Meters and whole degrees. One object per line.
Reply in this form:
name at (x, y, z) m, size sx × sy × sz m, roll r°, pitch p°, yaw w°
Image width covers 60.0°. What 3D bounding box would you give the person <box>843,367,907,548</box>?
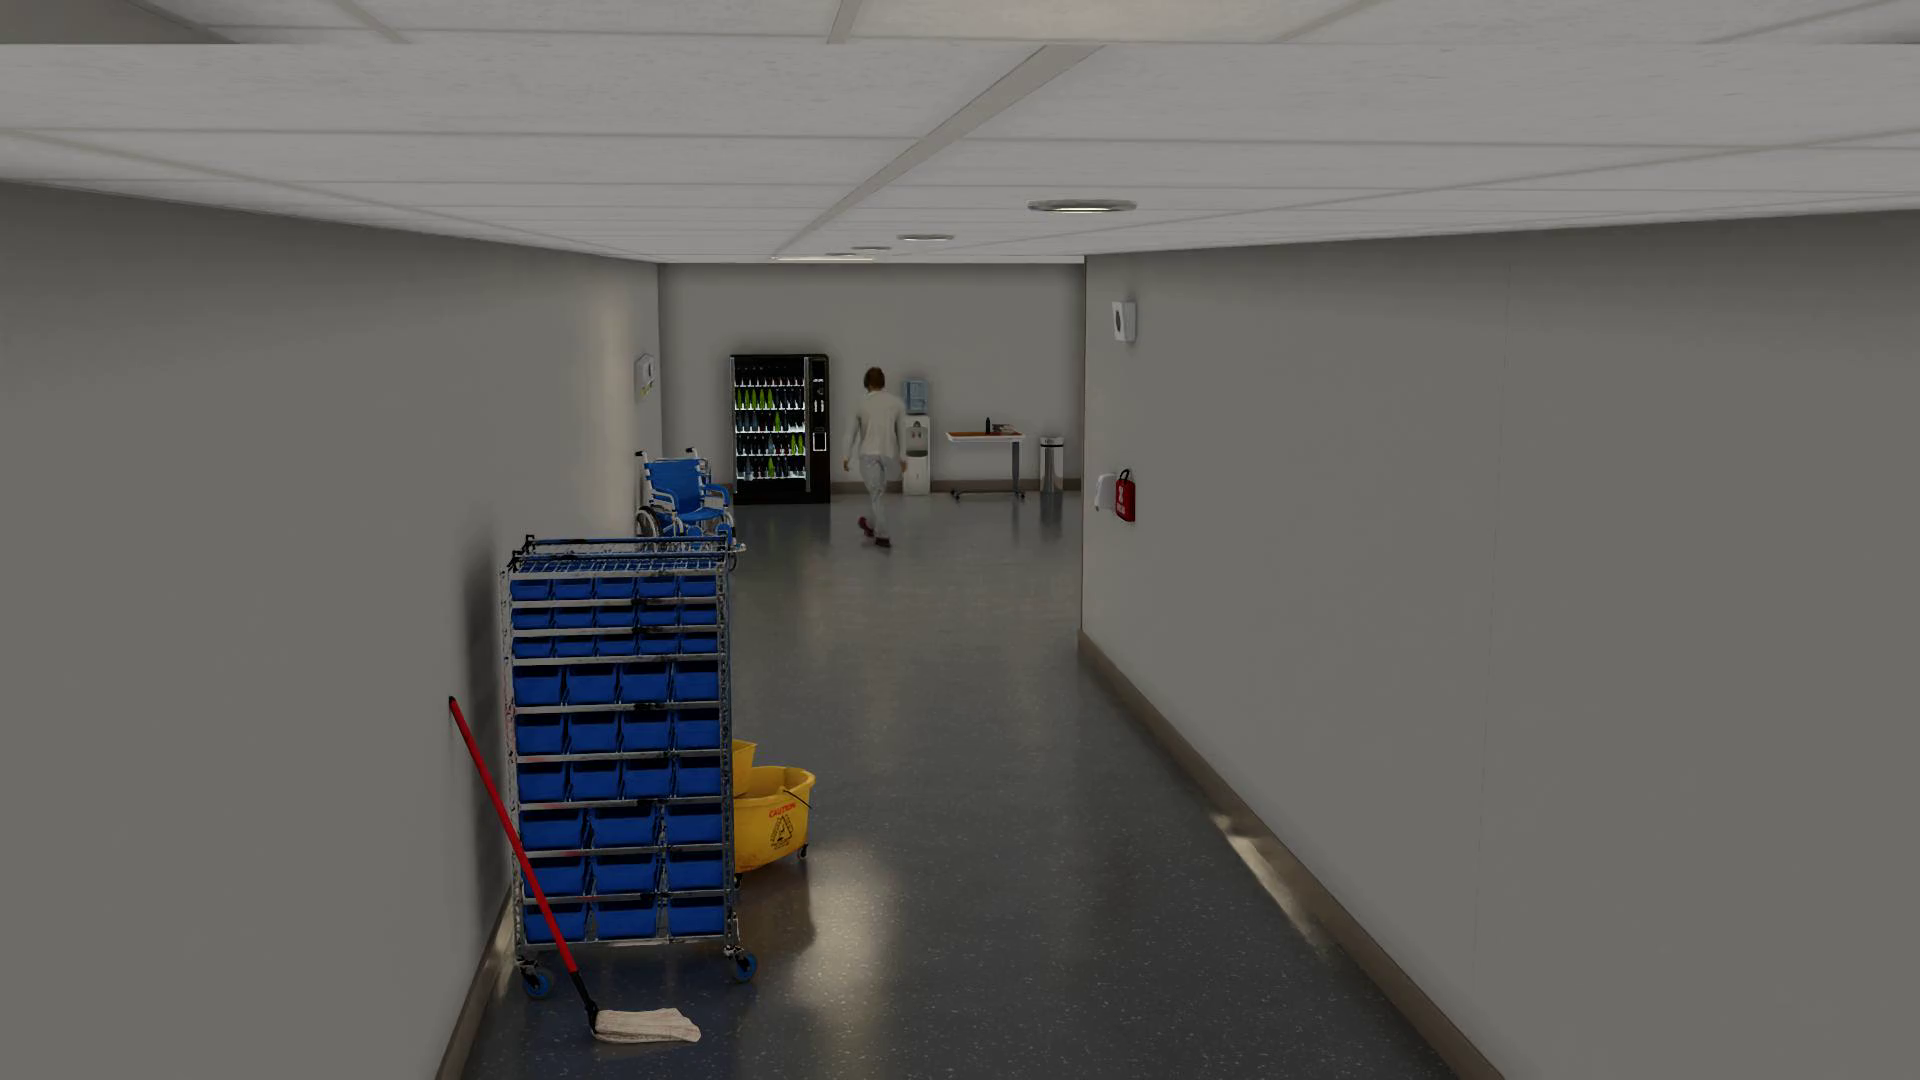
person at (-0.946, -0.901, 17.810) m, size 0.658 × 1.885 × 1.001 m, roll -5°, pitch 10°, yaw -26°
